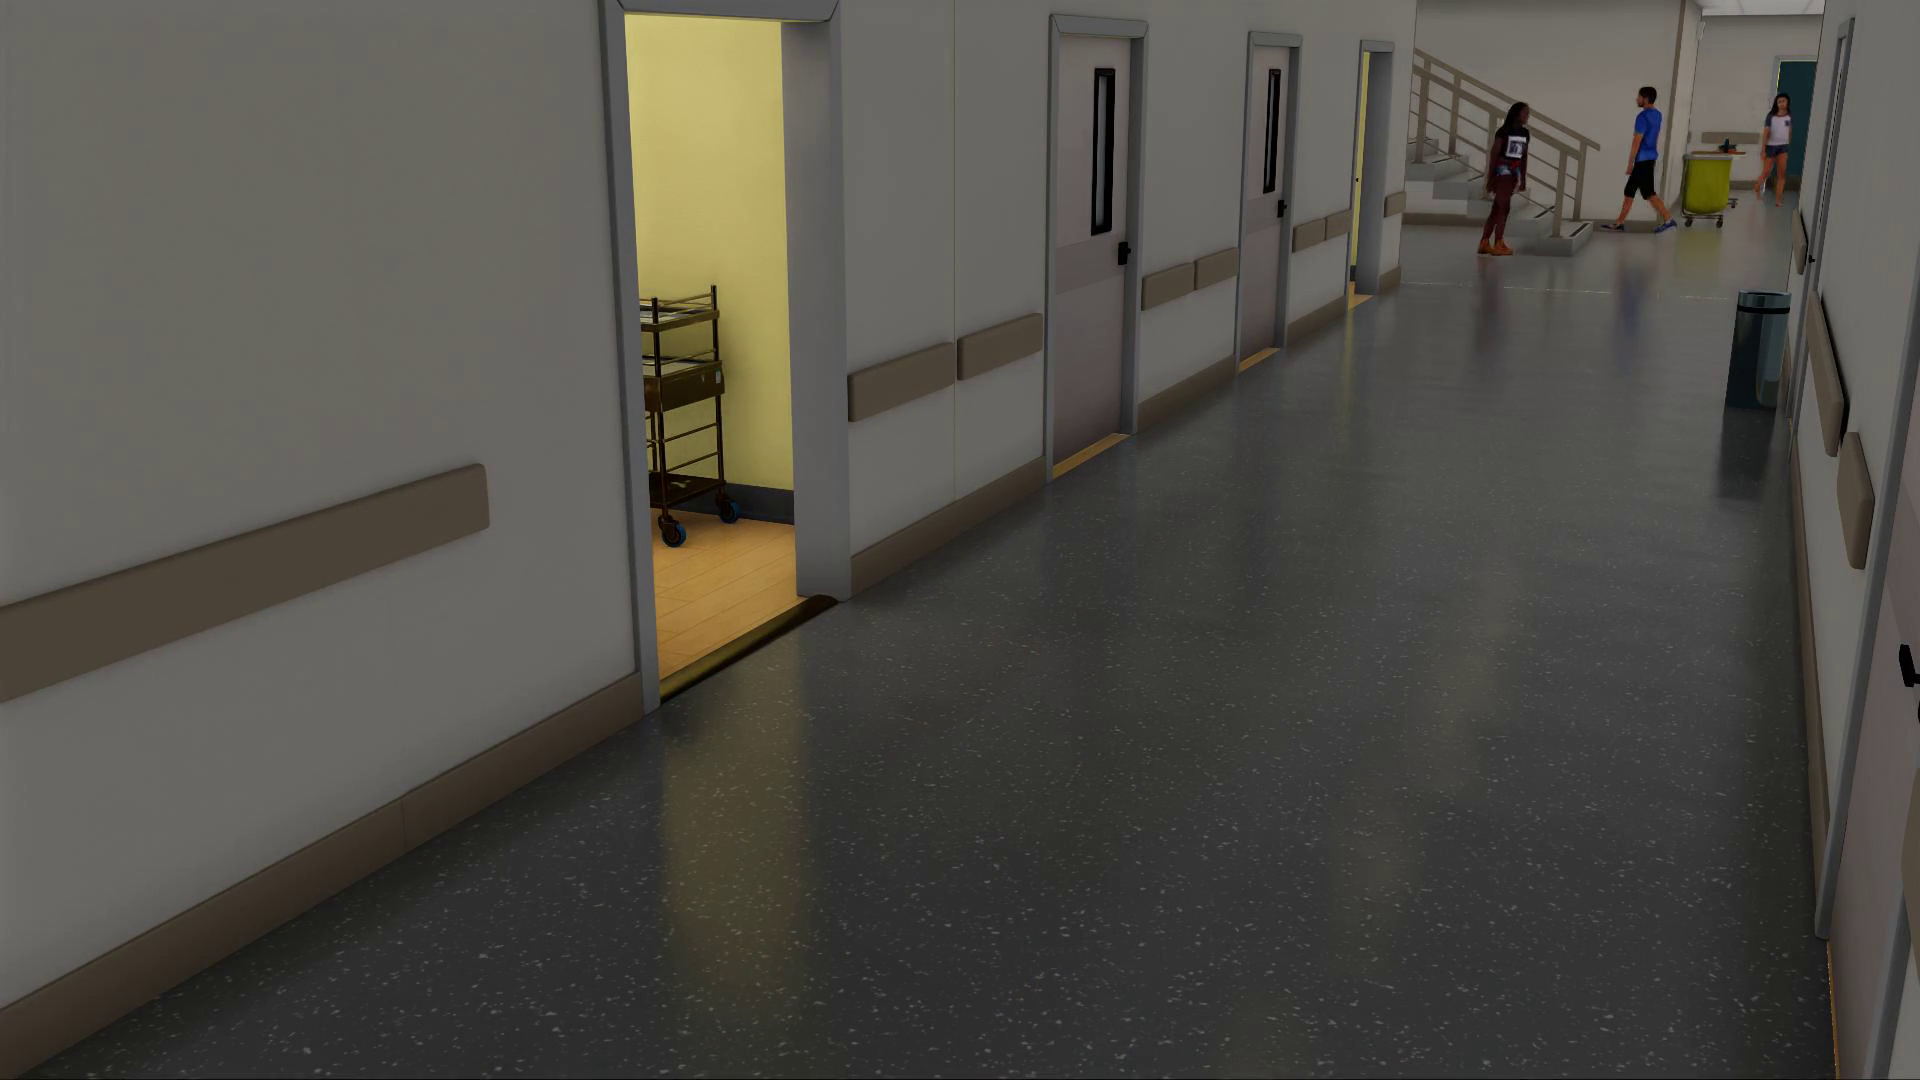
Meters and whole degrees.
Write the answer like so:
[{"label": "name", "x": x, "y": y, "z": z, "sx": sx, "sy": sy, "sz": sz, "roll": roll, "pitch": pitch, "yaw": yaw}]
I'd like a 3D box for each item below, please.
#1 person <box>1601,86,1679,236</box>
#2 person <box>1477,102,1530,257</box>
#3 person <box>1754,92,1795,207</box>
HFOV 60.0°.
[{"label": "person", "x": 8.703, "y": -4.725, "z": 20.935, "sx": 0.929, "sy": 1.818, "sz": 1.325, "roll": -14, "pitch": 21, "yaw": -41}, {"label": "person", "x": 6.085, "y": -4.048, "z": 18.766, "sx": 0.856, "sy": 1.692, "sz": 0.951, "roll": -6, "pitch": 17, "yaw": -21}, {"label": "person", "x": 12.621, "y": -6.038, "z": 25.801, "sx": 1.089, "sy": 1.704, "sz": 0.914, "roll": 1, "pitch": 16, "yaw": 2}]
